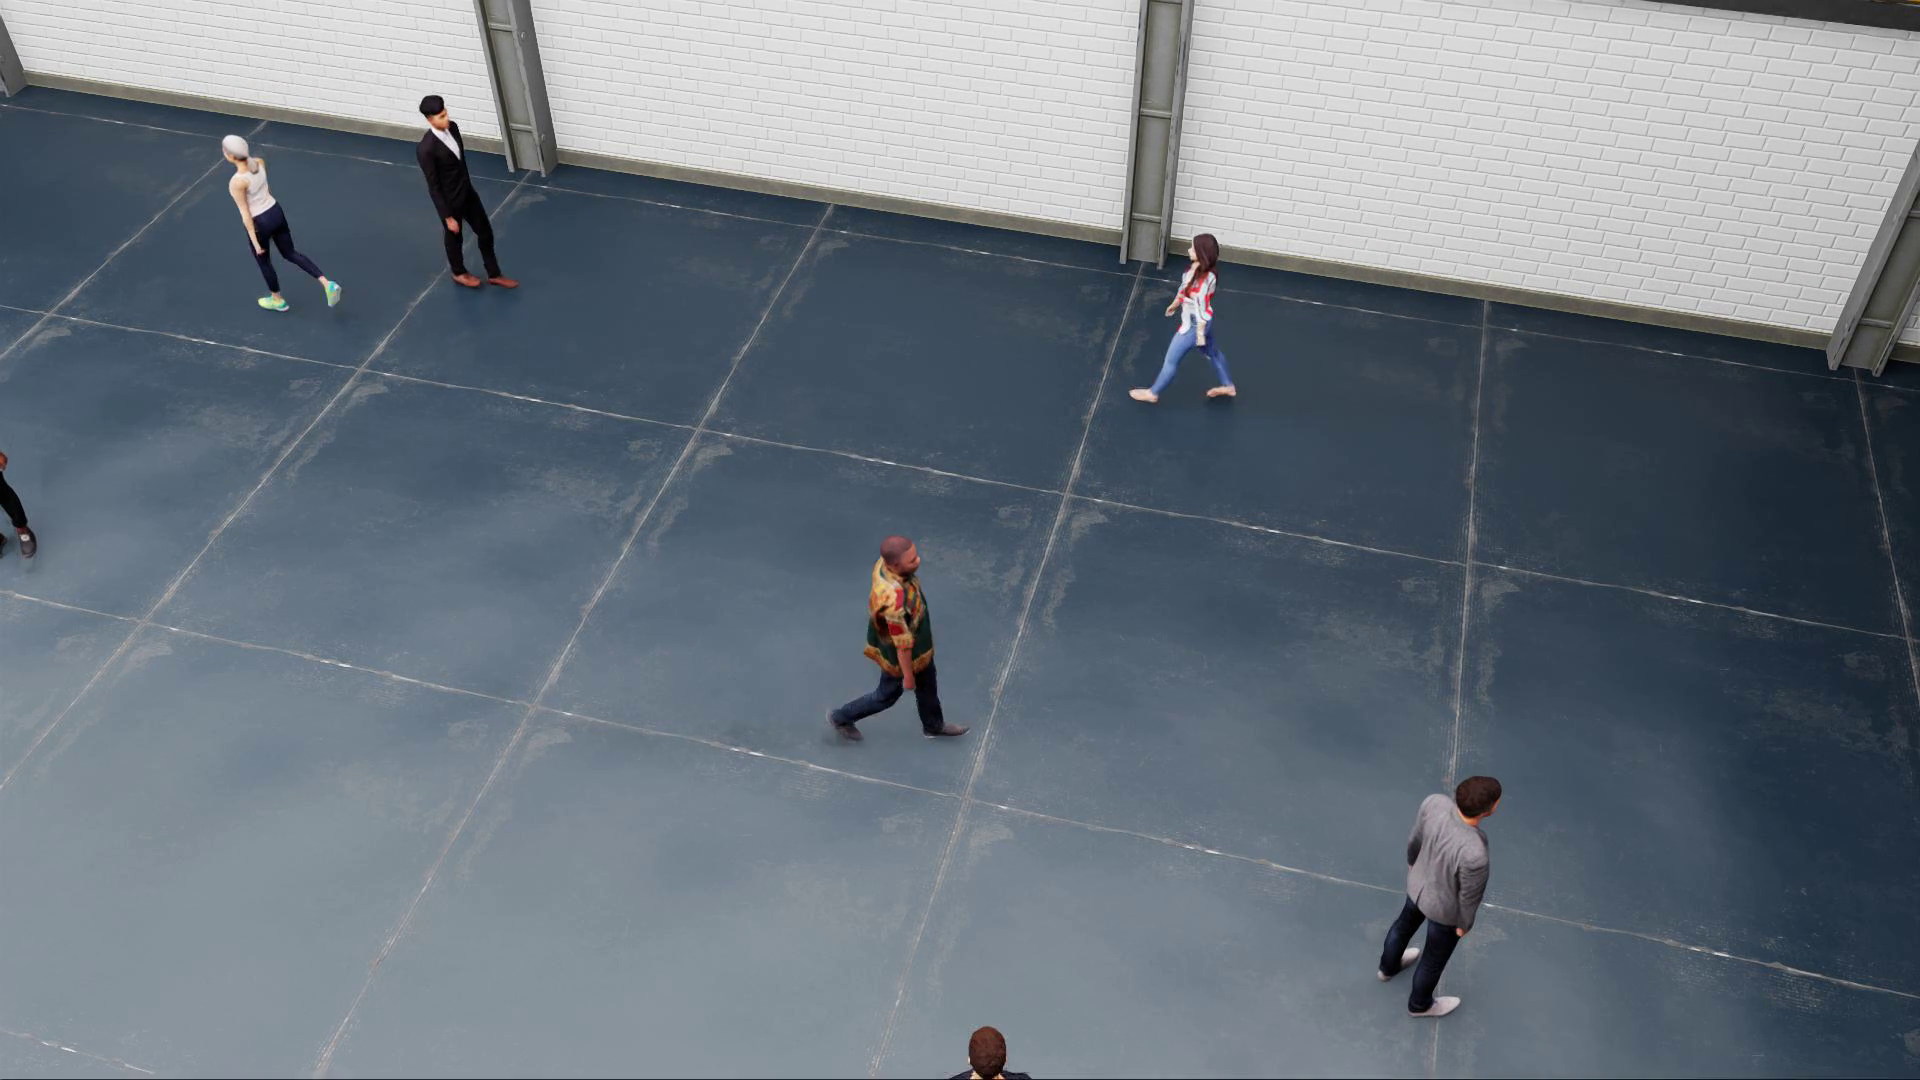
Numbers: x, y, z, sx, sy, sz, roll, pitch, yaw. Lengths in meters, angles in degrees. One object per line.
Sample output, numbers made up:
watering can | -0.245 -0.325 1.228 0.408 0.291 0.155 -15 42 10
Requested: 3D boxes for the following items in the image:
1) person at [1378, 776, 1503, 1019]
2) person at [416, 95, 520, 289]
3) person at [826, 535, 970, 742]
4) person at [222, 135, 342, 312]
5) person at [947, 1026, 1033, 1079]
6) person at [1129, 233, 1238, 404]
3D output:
person | 2.592 1.903 8.971 0.809 1.871 0.776 -17 46 -17
person | -4.358 -2.922 14.043 0.902 1.860 0.777 16 46 16
person | -0.450 0.664 10.340 1.230 1.777 0.882 1 44 1
person | -5.677 -2.592 13.827 1.052 1.681 0.664 14 45 14
person | 0.147 2.956 7.886 0.804 1.843 0.884 -7 44 -7
person | 1.926 -1.695 12.967 1.128 1.569 0.724 4 44 4
